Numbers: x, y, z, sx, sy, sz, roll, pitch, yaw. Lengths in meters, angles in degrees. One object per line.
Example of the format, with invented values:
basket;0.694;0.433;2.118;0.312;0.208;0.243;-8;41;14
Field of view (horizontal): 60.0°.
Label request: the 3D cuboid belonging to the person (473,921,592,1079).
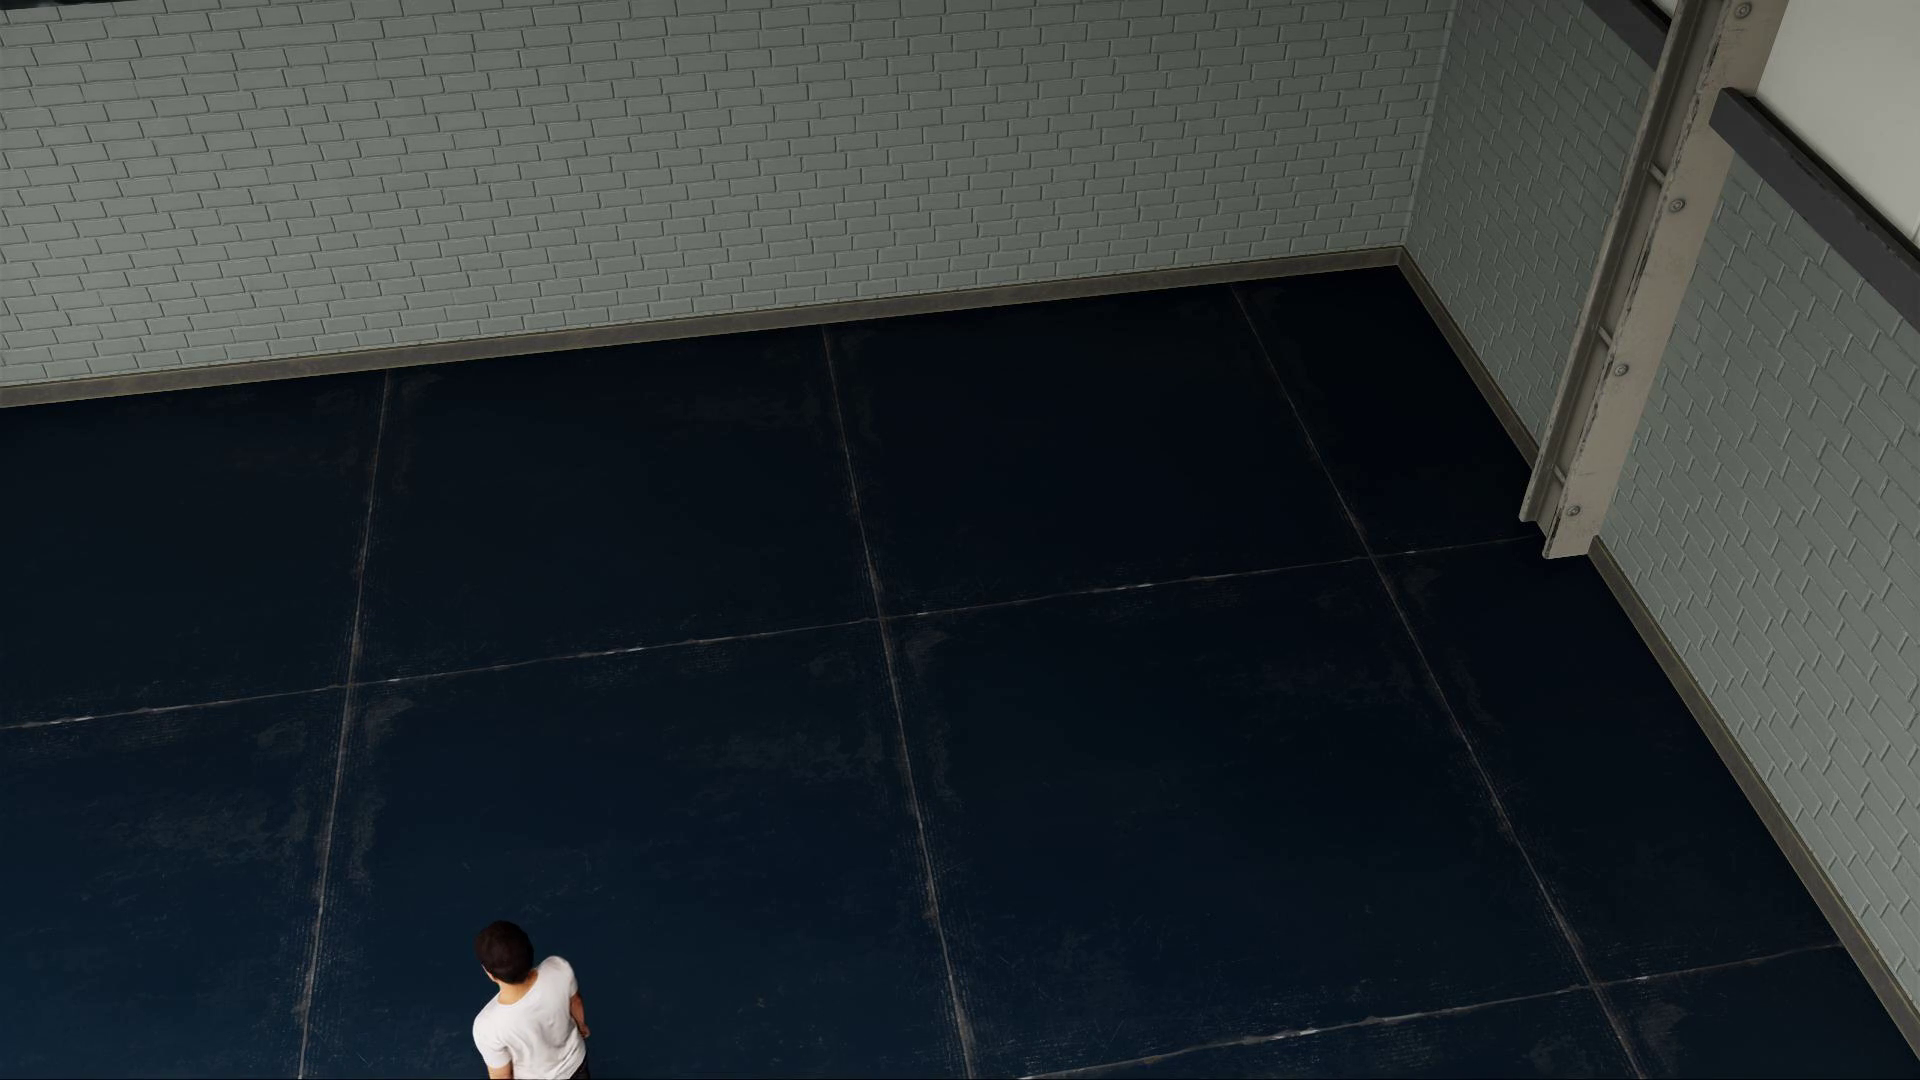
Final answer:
person;-1.673;2.092;6.665;0.752;1.721;0.698;27;49;26
